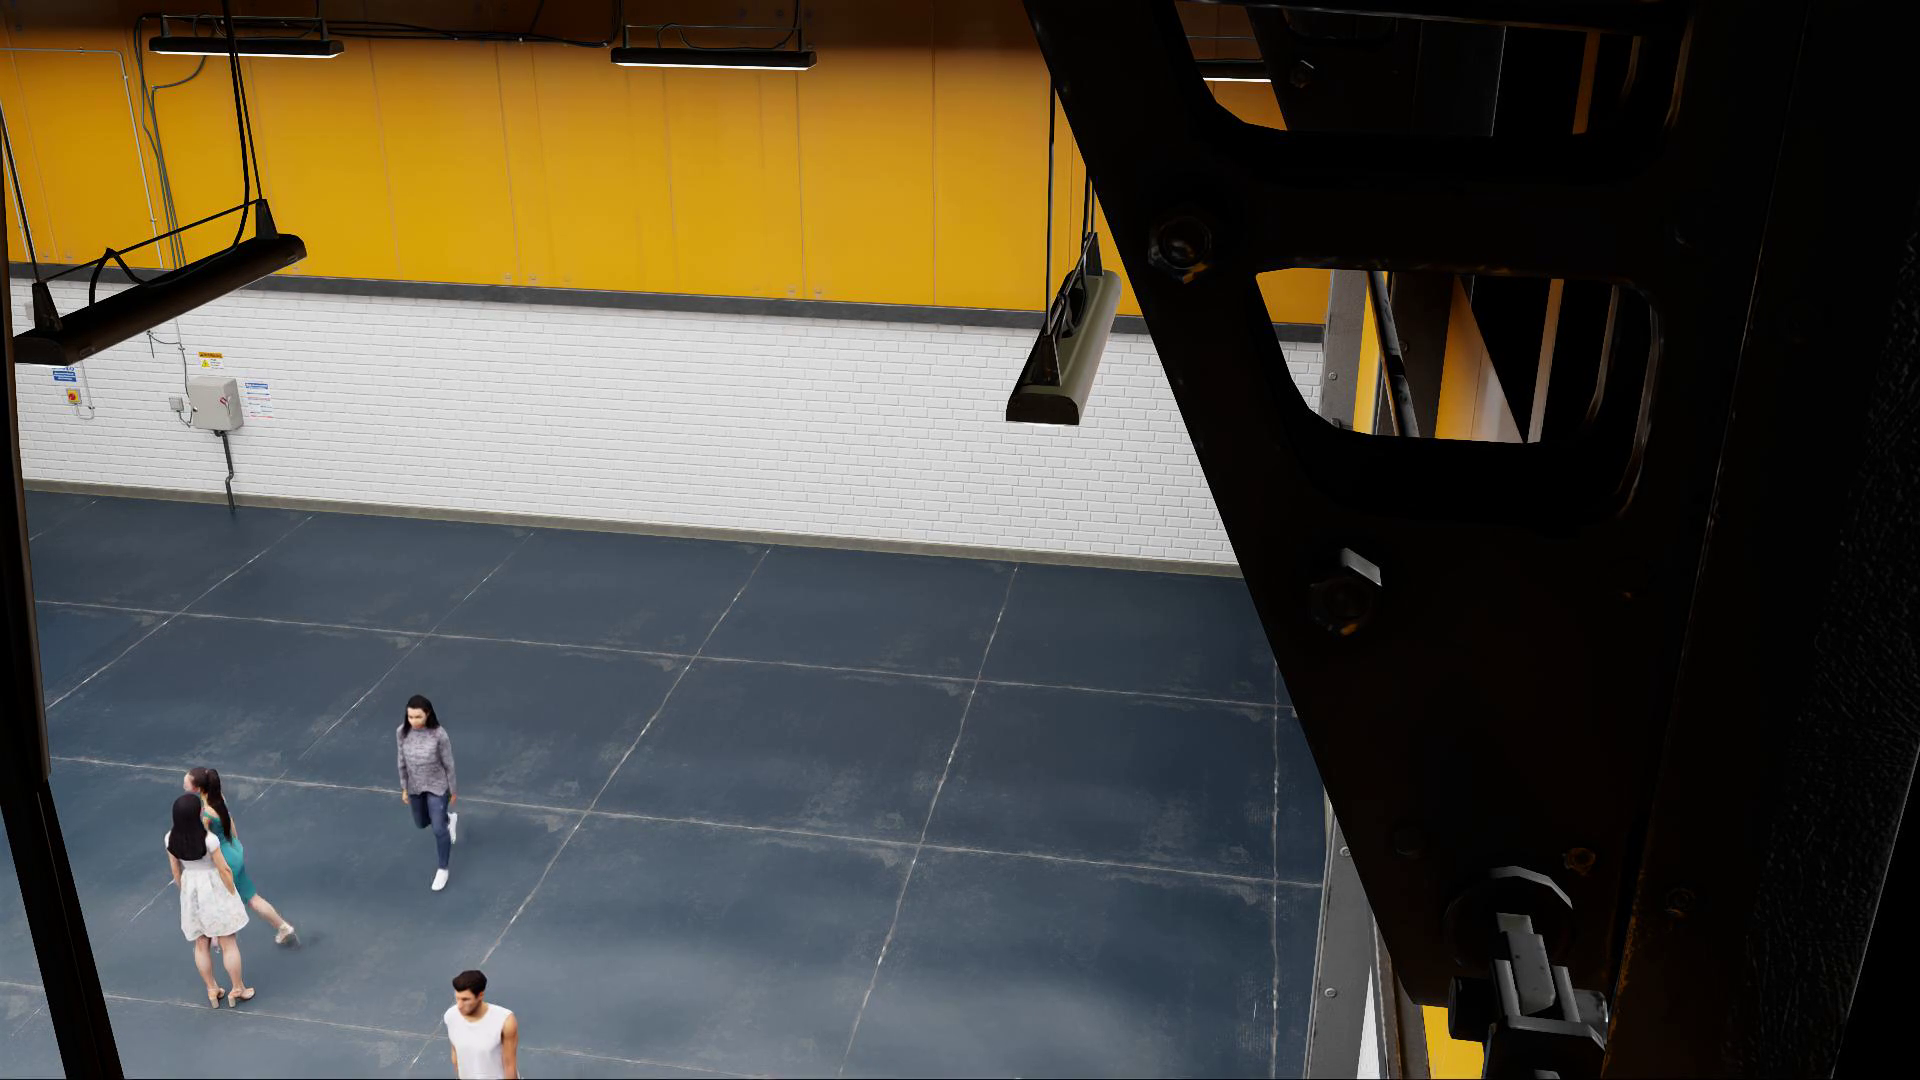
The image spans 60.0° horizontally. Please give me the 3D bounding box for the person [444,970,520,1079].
[{"bbox_3d":[-2.855,3.359,10.329,0.670,1.769,1.006,6,24,13],"label":"person"}]

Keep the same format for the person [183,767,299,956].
[{"bbox_3d":[-5.471,2.441,12.591,0.865,1.641,0.999,-2,24,-5],"label":"person"}]

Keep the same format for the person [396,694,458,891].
[{"bbox_3d":[-4.297,1.973,13.571,0.634,1.714,0.932,3,24,6],"label":"person"}]

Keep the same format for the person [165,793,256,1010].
[{"bbox_3d":[-5.441,2.610,12.035,0.668,1.775,0.657,2,24,3],"label":"person"}]
